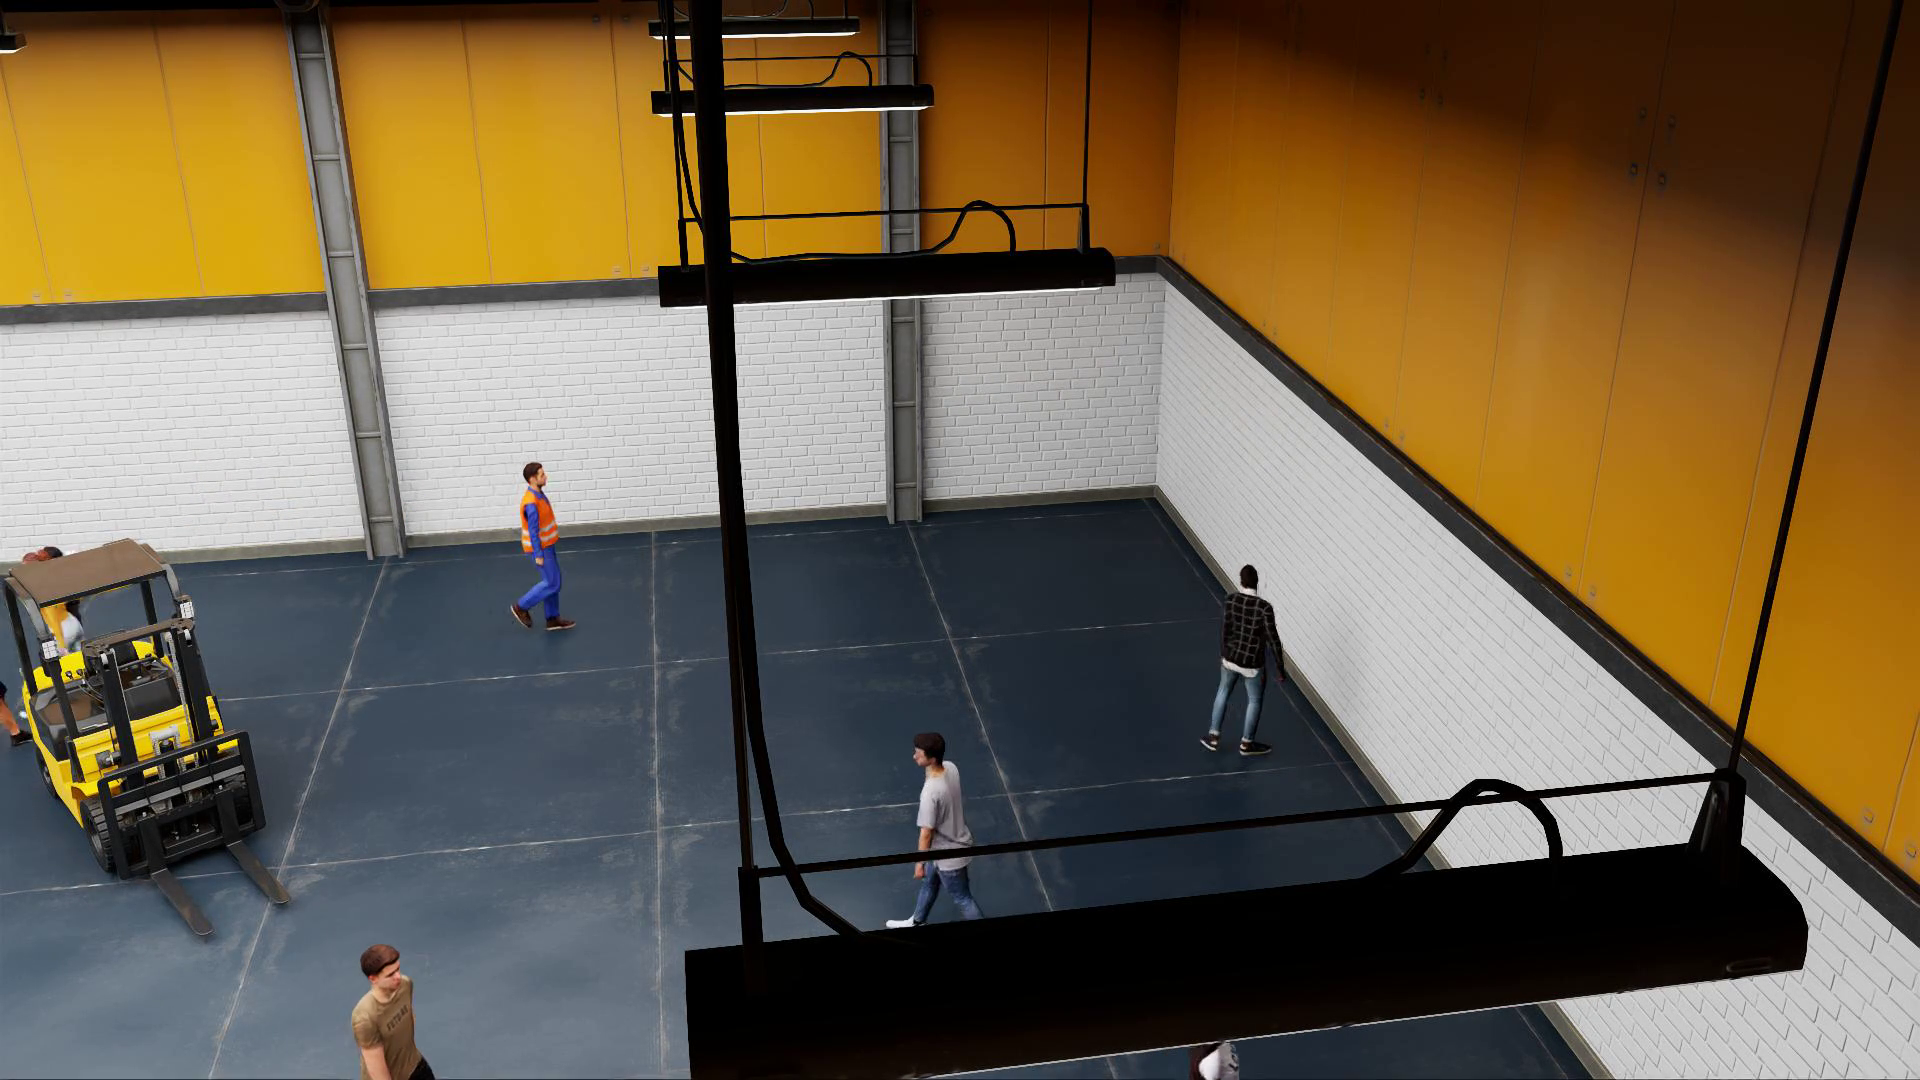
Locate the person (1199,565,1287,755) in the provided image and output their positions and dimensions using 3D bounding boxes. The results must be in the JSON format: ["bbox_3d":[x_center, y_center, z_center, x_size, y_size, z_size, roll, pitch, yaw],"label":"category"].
[{"bbox_3d":[2.527,1.086,14.725,0.991,1.807,0.964,-17,29,-34],"label":"person"}]

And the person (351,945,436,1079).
[{"bbox_3d":[-3.446,3.190,9.902,1.200,1.815,1.023,9,25,20],"label":"person"}]

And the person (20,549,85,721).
[{"bbox_3d":[-8.114,0.897,15.274,1.021,1.715,0.592,-5,24,-11],"label":"person"}]

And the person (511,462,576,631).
[{"bbox_3d":[-4.343,0.090,16.941,0.880,1.856,0.743,-1,24,-3],"label":"person"}]

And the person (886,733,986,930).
[{"bbox_3d":[0.004,2.231,12.057,1.221,1.847,0.957,7,25,15],"label":"person"}]

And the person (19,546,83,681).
[{"bbox_3d":[-8.424,0.866,15.431,0.984,1.645,0.680,-8,25,-17],"label":"person"}]
